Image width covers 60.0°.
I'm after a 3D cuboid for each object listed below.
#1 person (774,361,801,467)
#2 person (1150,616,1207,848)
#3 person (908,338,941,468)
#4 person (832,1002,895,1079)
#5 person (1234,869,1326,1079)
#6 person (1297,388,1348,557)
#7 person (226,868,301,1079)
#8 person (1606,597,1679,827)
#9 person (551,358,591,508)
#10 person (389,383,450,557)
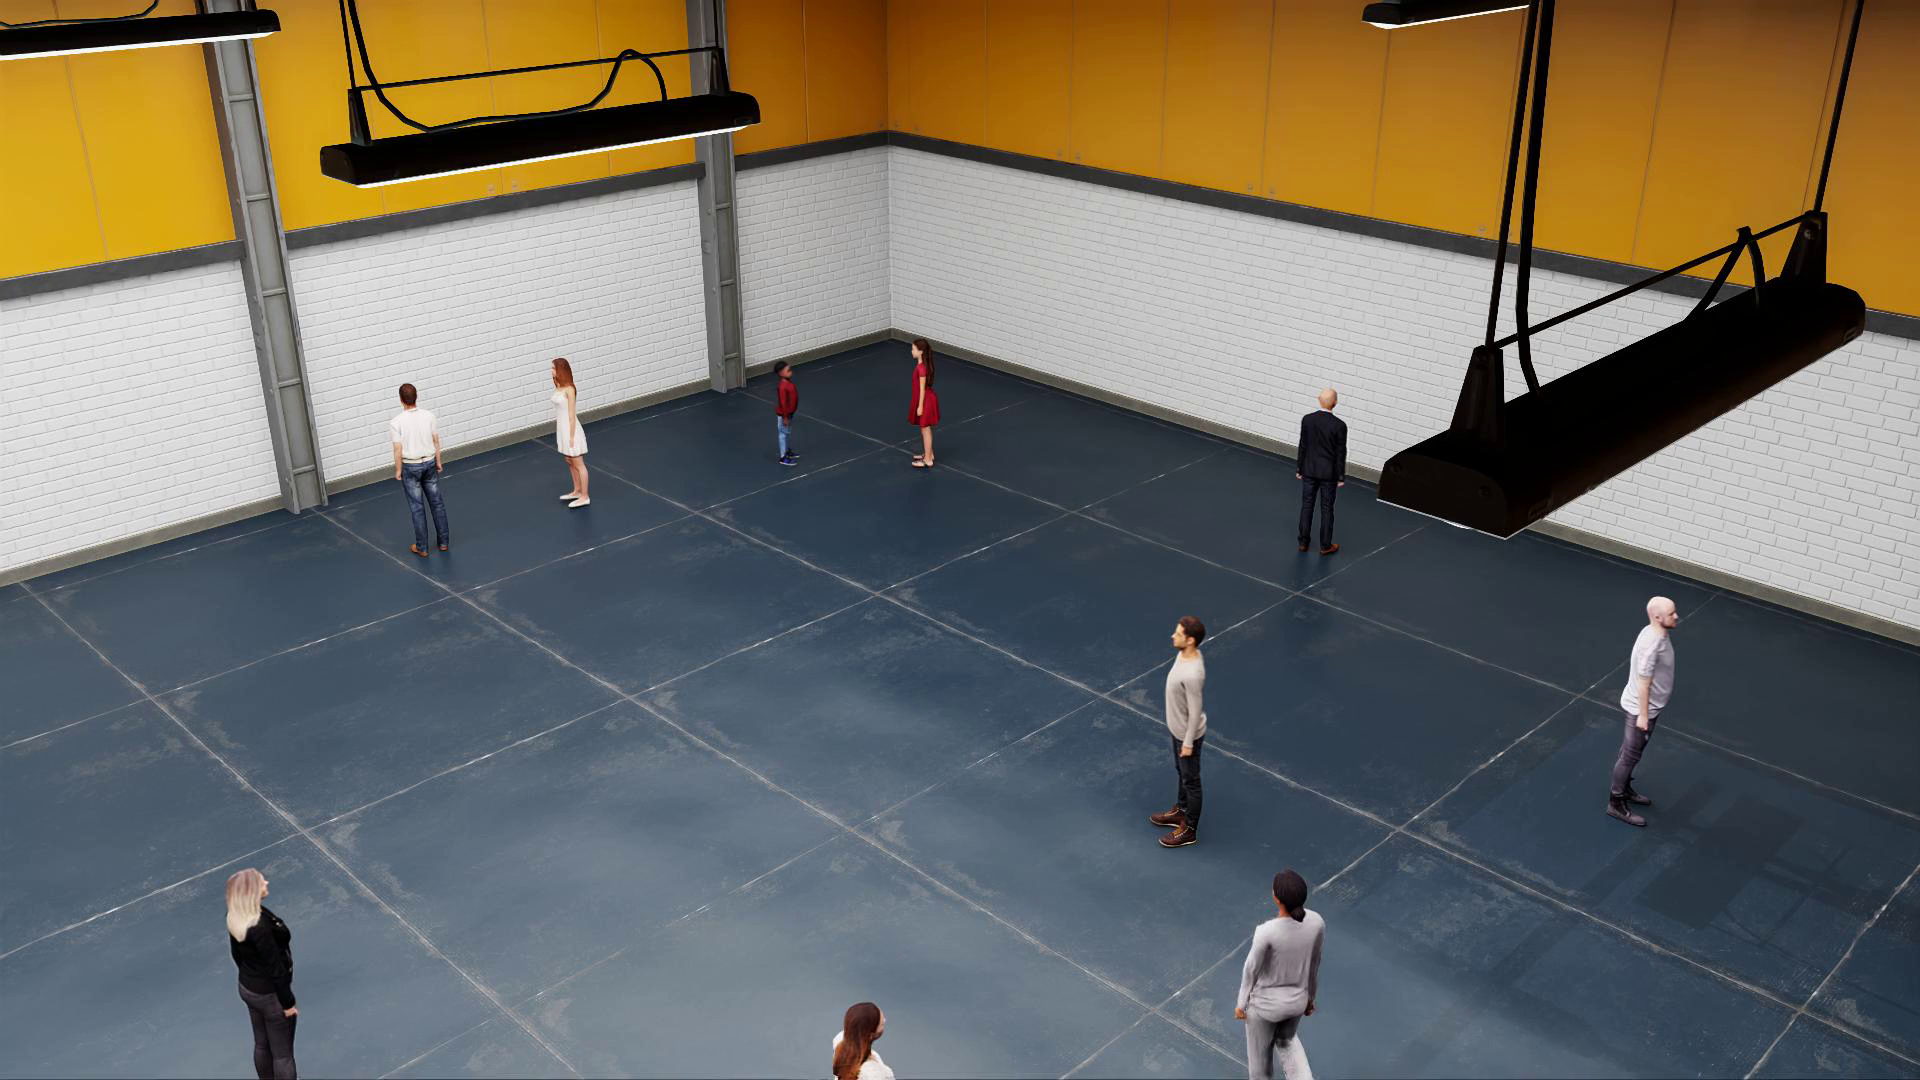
[{"bbox_3d":[-2.094,-1.539,19.898,0.646,1.256,0.573,3,24,6],"label":"person"},{"bbox_3d":[1.689,1.410,12.390,0.786,1.867,0.738,-1,24,-3],"label":"person"},{"bbox_3d":[-0.416,-1.646,19.776,0.748,1.551,0.688,0,24,0],"label":"person"},{"bbox_3d":[-0.584,3.137,8.674,0.786,1.679,0.760,-12,26,-25],"label":"person"},{"bbox_3d":[1.883,2.701,9.618,0.853,1.723,0.853,-10,26,-23],"label":"person"},{"bbox_3d":[3.764,-0.721,17.348,0.722,1.800,0.660,14,27,29],"label":"person"},{"bbox_3d":[-4.072,2.661,9.756,0.614,1.685,0.551,18,29,36],"label":"person"},{"bbox_3d":[5.237,1.267,12.761,0.780,1.832,0.619,13,27,27],"label":"person"},{"bbox_3d":[-4.360,-1.224,18.610,0.567,1.711,0.599,-16,28,-32],"label":"person"},{"bbox_3d":[-5.630,-0.744,17.333,0.530,1.856,0.736,-18,30,-36],"label":"person"}]
